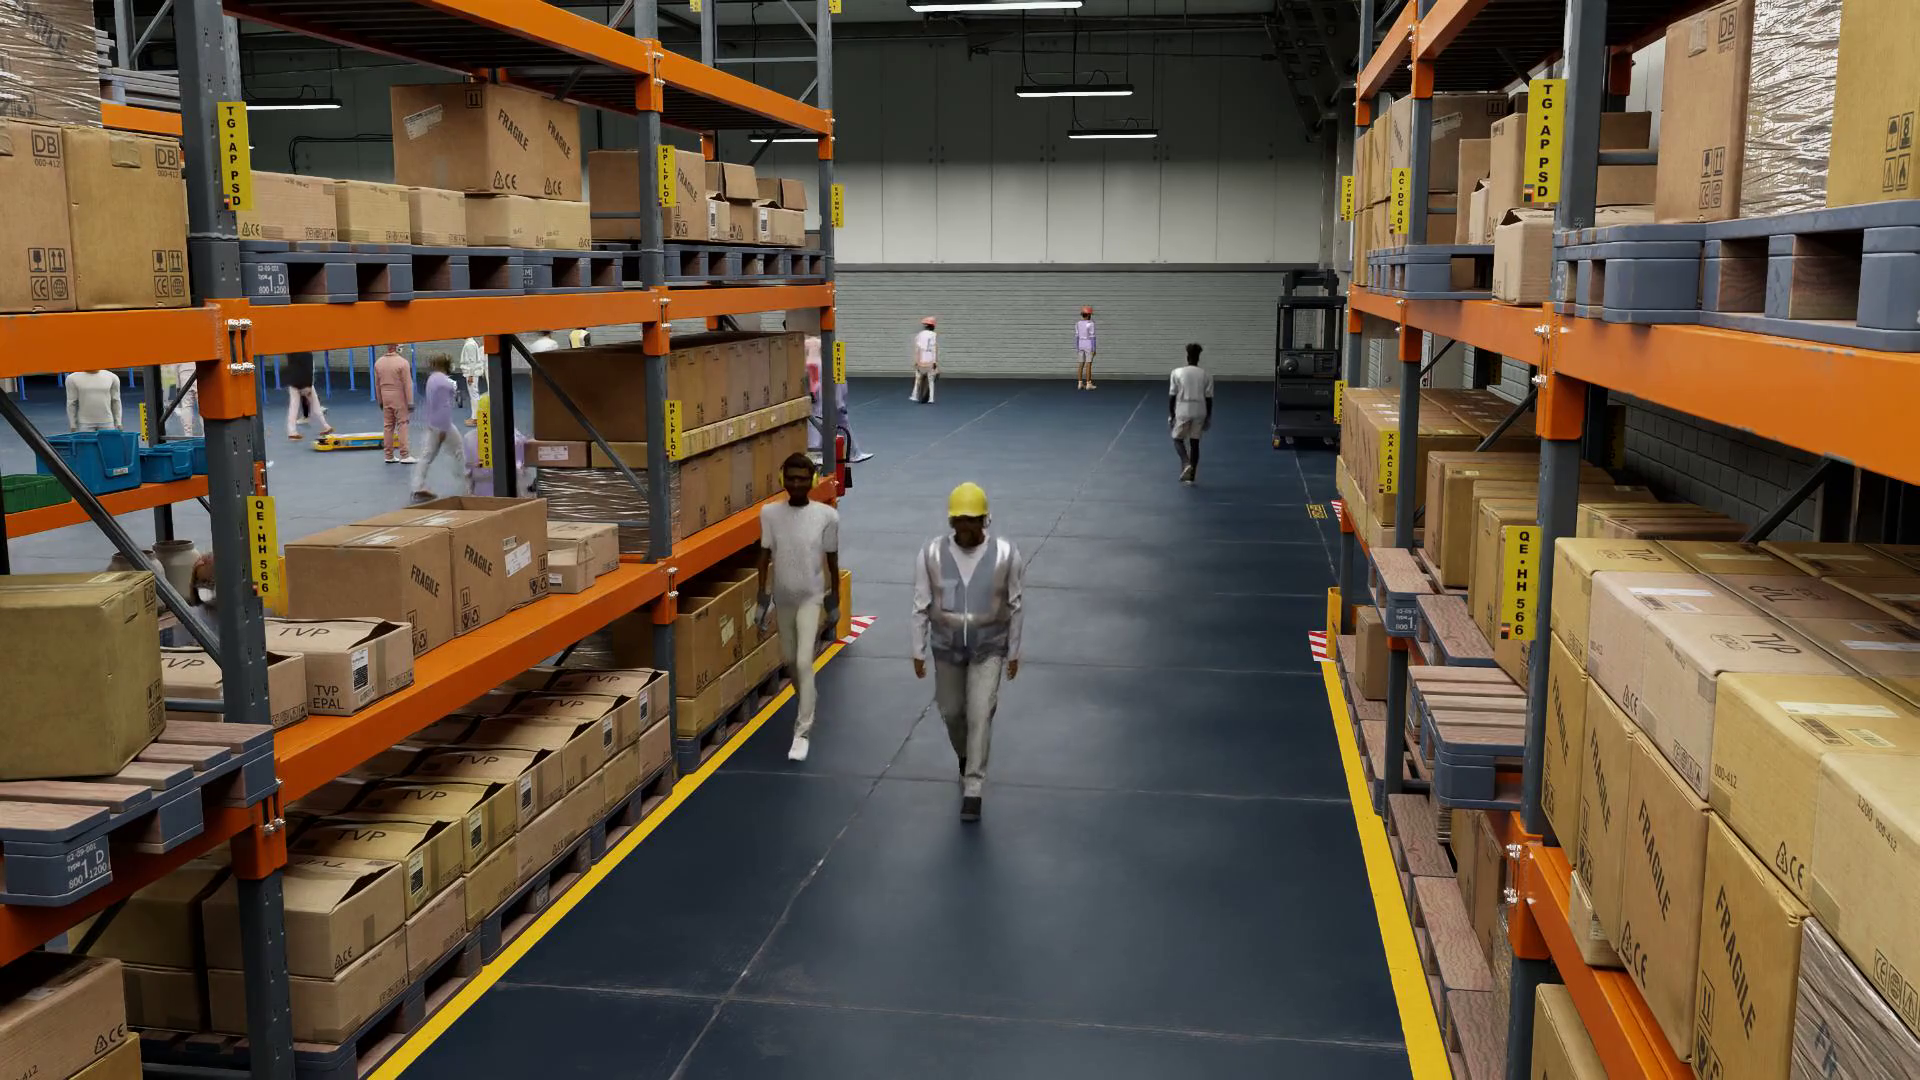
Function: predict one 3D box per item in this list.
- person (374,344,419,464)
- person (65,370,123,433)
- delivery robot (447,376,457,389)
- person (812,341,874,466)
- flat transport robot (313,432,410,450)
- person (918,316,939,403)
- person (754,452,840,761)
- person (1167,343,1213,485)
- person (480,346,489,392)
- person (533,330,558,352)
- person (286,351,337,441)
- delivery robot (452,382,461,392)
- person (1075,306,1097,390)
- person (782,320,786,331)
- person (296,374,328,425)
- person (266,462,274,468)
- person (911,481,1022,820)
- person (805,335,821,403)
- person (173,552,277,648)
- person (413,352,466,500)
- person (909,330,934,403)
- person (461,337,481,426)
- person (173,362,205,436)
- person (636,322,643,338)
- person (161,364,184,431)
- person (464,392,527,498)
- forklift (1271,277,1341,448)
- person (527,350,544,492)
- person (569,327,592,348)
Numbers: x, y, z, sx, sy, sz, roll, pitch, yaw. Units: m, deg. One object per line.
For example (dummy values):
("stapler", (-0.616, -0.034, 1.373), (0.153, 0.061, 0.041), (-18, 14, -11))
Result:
("person", (-8.553, -2.115, 25.277), (0.648, 1.907, 0.401), (4, 10, 23))
("person", (-11.064, -1.486, 21.305), (0.629, 1.936, 0.371), (-6, 11, -33))
("delivery robot", (-11.615, -3.481, 37.697), (0.477, 0.478, 0.707), (-2, 9, -11))
("person", (-1.789, -2.044, 24.979), (0.971, 1.862, 0.649), (1, 9, 7))
("flat transport robot", (-9.922, -1.650, 27.568), (1.431, 0.197, 0.652), (-5, 10, -27))
("person", (-0.715, -3.977, 36.732), (0.480, 1.911, 0.668), (-8, 12, -41))
("person", (-0.978, 0.352, 10.259), (0.501, 1.845, 0.877), (2, 9, 10))
("person", (3.149, -1.727, 22.755), (0.632, 1.941, 0.458), (-1, 9, -4))
("person", (-9.808, -3.537, 34.950), (0.516, 1.611, 0.650), (-3, 10, -20))
("person", (-7.838, -3.180, 31.799), (0.622, 1.915, 0.648), (5, 11, 29))
("person", (-11.316, -2.713, 28.831), (0.615, 1.951, 0.981), (4, 10, 22))
("delivery robot", (-10.924, -3.291, 35.728), (0.335, 0.223, 0.698), (-1, 9, -7))
("person", (3.120, -4.738, 41.021), (0.365, 2.048, 0.607), (-9, 13, -44))
("person", (-4.329, -4.670, 41.674), (0.542, 1.697, 0.316), (-2, 9, -11))
("person", (-12.419, -3.045, 31.664), (0.517, 1.682, 0.548), (-3, 10, -16))
("person", (-10.483, -1.892, 24.219), (0.538, 1.809, 0.808), (3, 10, 16))
("person", (0.042, 0.557, 9.129), (0.598, 1.803, 0.810), (1, 9, 7))
("person", (-3.214, -3.870, 36.612), (0.529, 1.750, 0.642), (3, 10, 16))
("person", (-3.509, 0.857, 7.884), (0.530, 1.587, 0.836), (1, 9, 7))
("person", (-6.579, -1.465, 21.350), (1.056, 1.874, 0.651), (-8, 12, -40))
("person", (-0.815, -3.842, 36.835), (0.530, 1.605, 0.784), (-5, 11, -30))
("person", (-9.256, -3.132, 31.438), (0.408, 1.940, 0.606), (-2, 10, -15))
("person", (-13.309, -2.700, 28.897), (0.640, 1.904, 0.409), (-2, 9, -10))
("person", (-5.974, -3.320, 32.423), (1.063, 2.000, 0.701), (-5, 10, -28))
("person", (-14.174, -2.778, 29.602), (0.670, 1.826, 0.640), (-2, 9, -10))
("person", (-3.969, -0.322, 14.235), (0.607, 1.898, 0.419), (2, 9, 11))
("forklift", (5.847, -3.016, 27.970), (1.129, 2.768, 1.873), (1, 9, 9))
("person", (-5.338, -1.559, 21.909), (0.966, 1.898, 0.556), (4, 10, 24))
("person", (-8.554, -4.098, 37.708), (0.627, 1.842, 0.429), (7, 11, 35))
